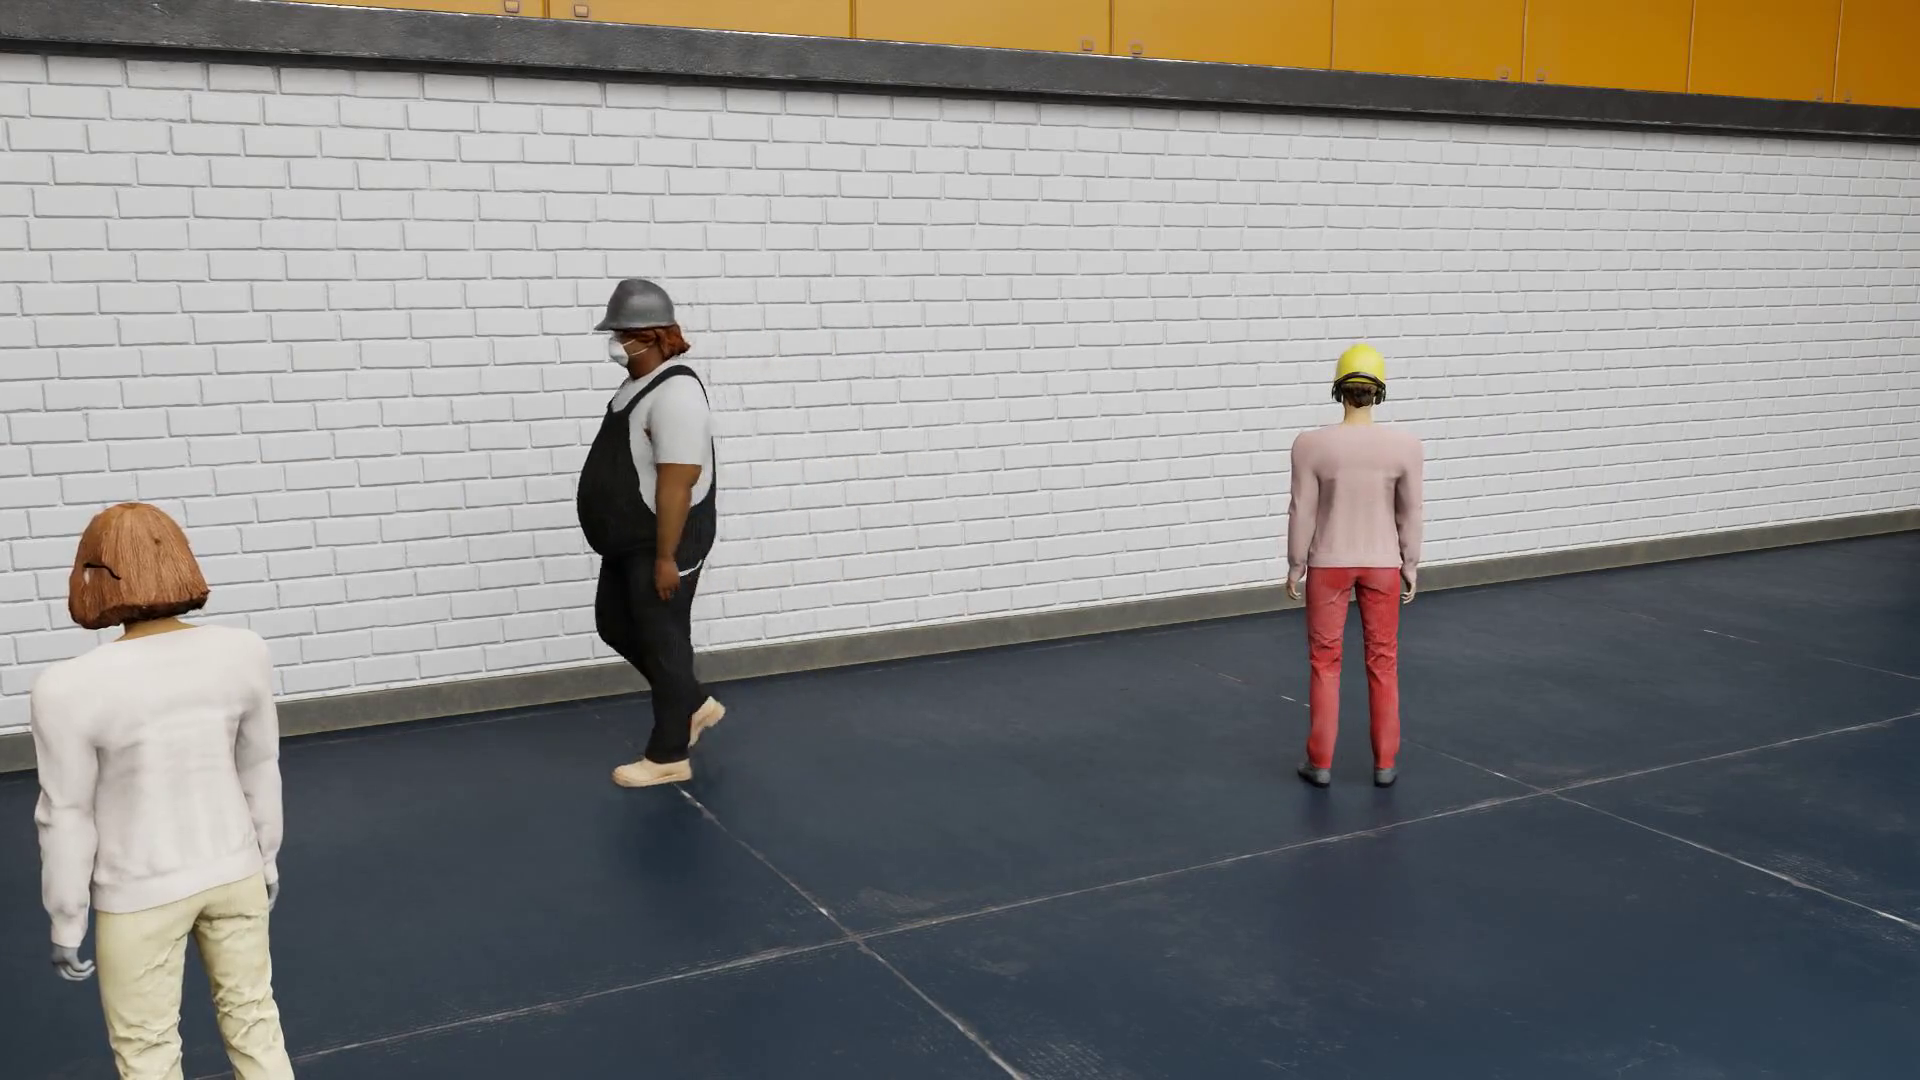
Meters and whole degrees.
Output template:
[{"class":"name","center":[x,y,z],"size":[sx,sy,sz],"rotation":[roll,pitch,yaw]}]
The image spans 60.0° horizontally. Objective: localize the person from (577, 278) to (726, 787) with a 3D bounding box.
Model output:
[{"class":"person","center":[-1.240,-0.027,6.601],"size":[0.536,2.000,0.706],"rotation":[-4,11,-22]}]

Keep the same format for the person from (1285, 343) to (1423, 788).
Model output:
[{"class":"person","center":[1.557,0.108,6.611],"size":[0.533,1.767,0.327],"rotation":[0,10,2]}]

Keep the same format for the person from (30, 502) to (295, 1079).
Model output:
[{"class":"person","center":[-1.626,0.732,3.438],"size":[0.287,1.627,0.497],"rotation":[7,12,35]}]
